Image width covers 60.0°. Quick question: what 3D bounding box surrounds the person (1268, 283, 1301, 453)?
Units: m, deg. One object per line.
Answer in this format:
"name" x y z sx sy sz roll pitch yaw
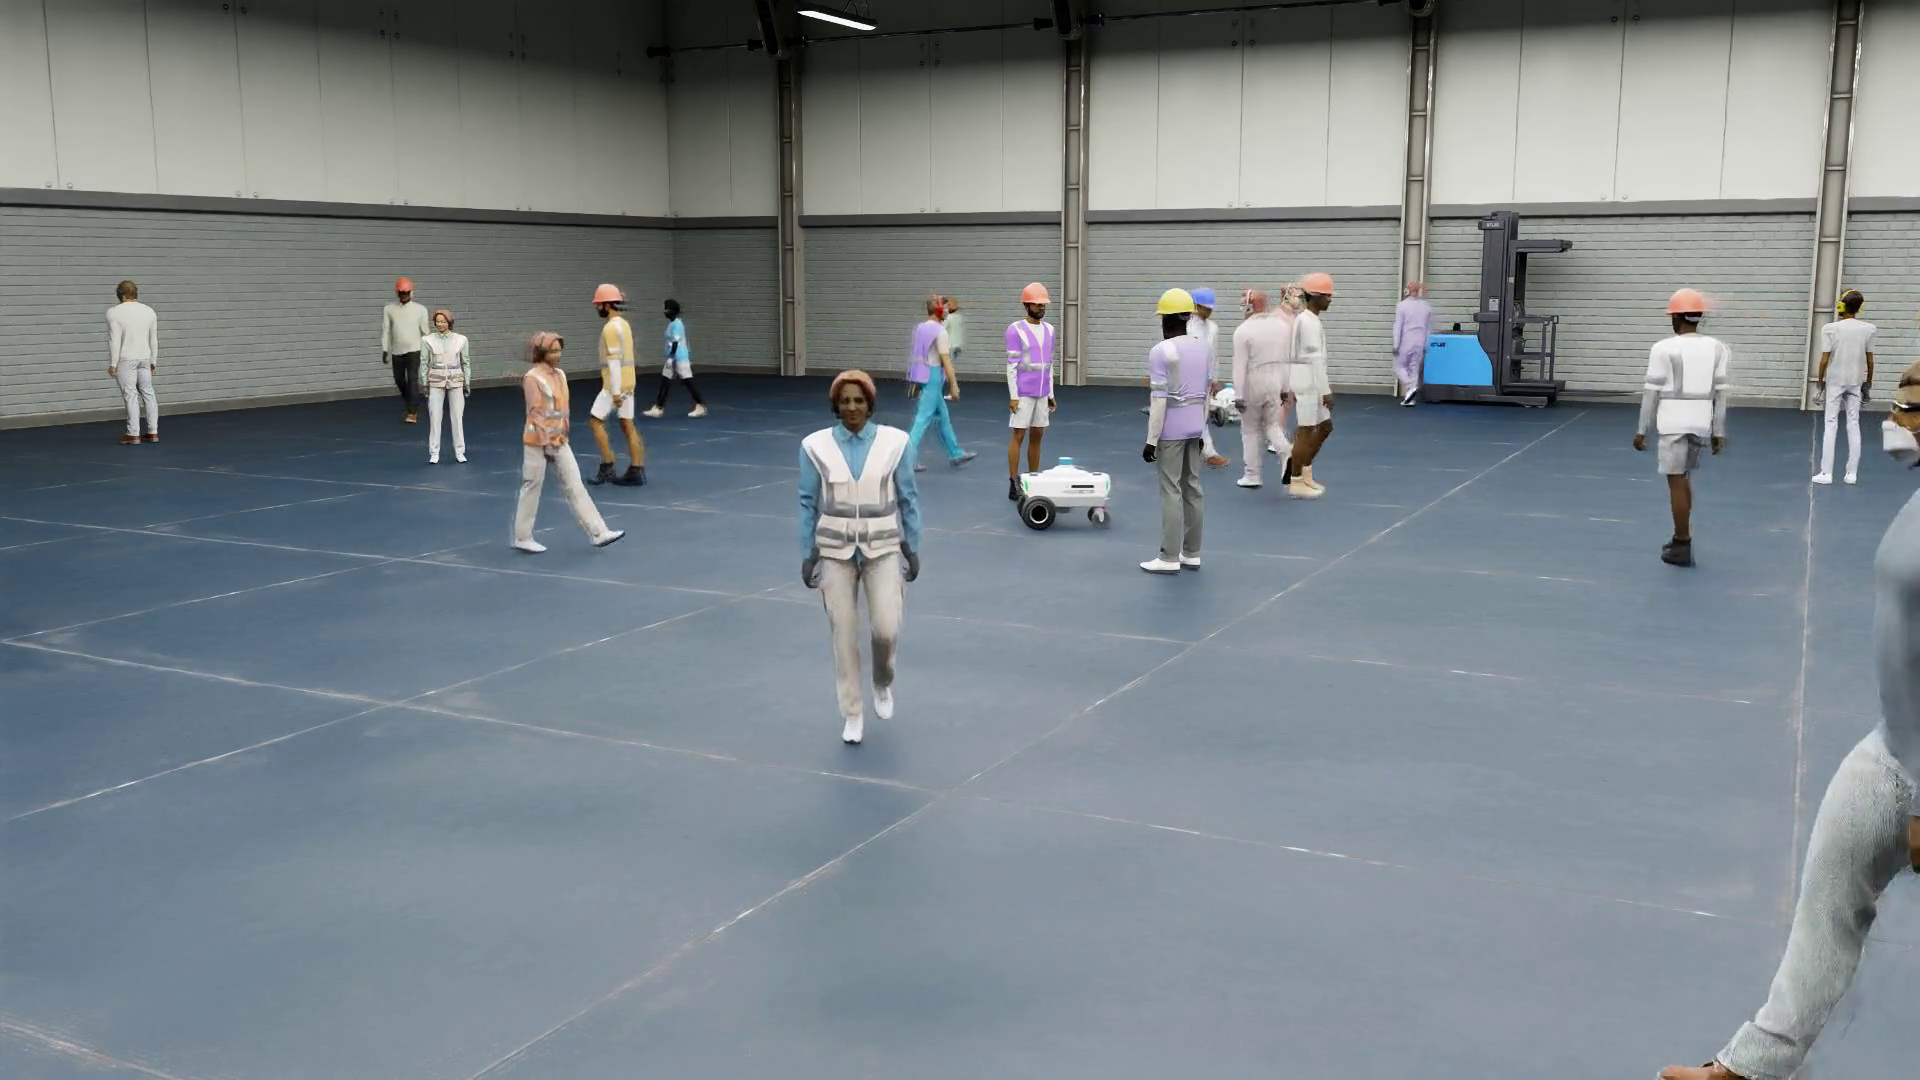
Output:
"person" 3.703 -1.941 18.810 0.403 1.904 0.652 4 10 24

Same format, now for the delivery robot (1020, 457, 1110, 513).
"delivery robot" 0.851 -0.424 13.445 0.707 0.478 0.477 0 9 -3

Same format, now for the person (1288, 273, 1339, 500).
"person" 3.198 -1.377 14.955 0.514 2.023 0.621 2 9 10

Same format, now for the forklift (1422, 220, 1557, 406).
"forklift" 8.245 -3.527 25.720 1.873 2.768 1.129 5 10 27

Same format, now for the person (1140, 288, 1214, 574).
"person" 1.472 -0.742 11.342 0.587 1.928 0.363 -9 13 -43

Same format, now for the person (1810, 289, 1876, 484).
"person" 8.502 -1.476 16.049 0.559 1.870 0.328 1 9 9

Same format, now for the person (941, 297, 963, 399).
"person" -0.175 -3.058 26.548 0.387 1.615 0.531 6 11 33

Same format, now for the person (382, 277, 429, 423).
"person" -7.571 -2.619 22.795 0.621 1.970 0.806 -1 9 -4

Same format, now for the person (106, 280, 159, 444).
"person" -9.842 -2.119 19.796 0.356 1.938 0.637 5 10 27

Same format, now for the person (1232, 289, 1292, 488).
"person" 2.852 -1.404 15.569 0.668 1.883 0.665 -5 10 -26

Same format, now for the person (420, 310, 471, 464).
"person" -5.483 -1.636 17.753 0.515 1.636 0.315 -4 10 -21

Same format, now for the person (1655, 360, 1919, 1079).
"person" 2.241 0.503 3.808 1.005 1.891 0.644 2 9 14

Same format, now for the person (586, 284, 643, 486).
"person" -3.348 -1.473 15.881 0.664 1.913 0.548 2 9 10

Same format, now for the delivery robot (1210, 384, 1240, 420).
"delivery robot" 3.602 -1.847 22.220 0.477 0.478 0.707 -1 9 -9

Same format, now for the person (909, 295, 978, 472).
"person" -0.233 -1.614 17.136 0.970 1.791 0.600 -4 10 -23

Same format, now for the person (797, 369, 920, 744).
"person" -0.440 0.072 7.228 0.538 1.624 0.381 0 9 -1

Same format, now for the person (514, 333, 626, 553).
"person" -2.896 -0.689 12.016 0.843 1.593 0.527 3 10 19

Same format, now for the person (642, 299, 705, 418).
"person" -3.963 -2.515 23.128 0.868 1.651 0.537 -4 10 -26

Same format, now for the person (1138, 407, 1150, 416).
"person" 2.921 -2.519 22.919 0.895 1.711 0.543 2 10 15

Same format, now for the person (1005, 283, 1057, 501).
"person" 0.659 -1.335 14.963 0.545 1.939 0.374 -7 12 -38

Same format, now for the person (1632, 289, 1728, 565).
"person" 5.063 -0.807 11.766 0.547 1.913 0.657 -2 9 -13

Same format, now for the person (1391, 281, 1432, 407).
"person" 6.805 -2.960 25.131 0.665 1.891 0.457 -4 10 -21

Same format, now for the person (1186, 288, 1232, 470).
"person" 2.434 -1.692 17.352 0.640 1.881 1.039 -8 13 -42
